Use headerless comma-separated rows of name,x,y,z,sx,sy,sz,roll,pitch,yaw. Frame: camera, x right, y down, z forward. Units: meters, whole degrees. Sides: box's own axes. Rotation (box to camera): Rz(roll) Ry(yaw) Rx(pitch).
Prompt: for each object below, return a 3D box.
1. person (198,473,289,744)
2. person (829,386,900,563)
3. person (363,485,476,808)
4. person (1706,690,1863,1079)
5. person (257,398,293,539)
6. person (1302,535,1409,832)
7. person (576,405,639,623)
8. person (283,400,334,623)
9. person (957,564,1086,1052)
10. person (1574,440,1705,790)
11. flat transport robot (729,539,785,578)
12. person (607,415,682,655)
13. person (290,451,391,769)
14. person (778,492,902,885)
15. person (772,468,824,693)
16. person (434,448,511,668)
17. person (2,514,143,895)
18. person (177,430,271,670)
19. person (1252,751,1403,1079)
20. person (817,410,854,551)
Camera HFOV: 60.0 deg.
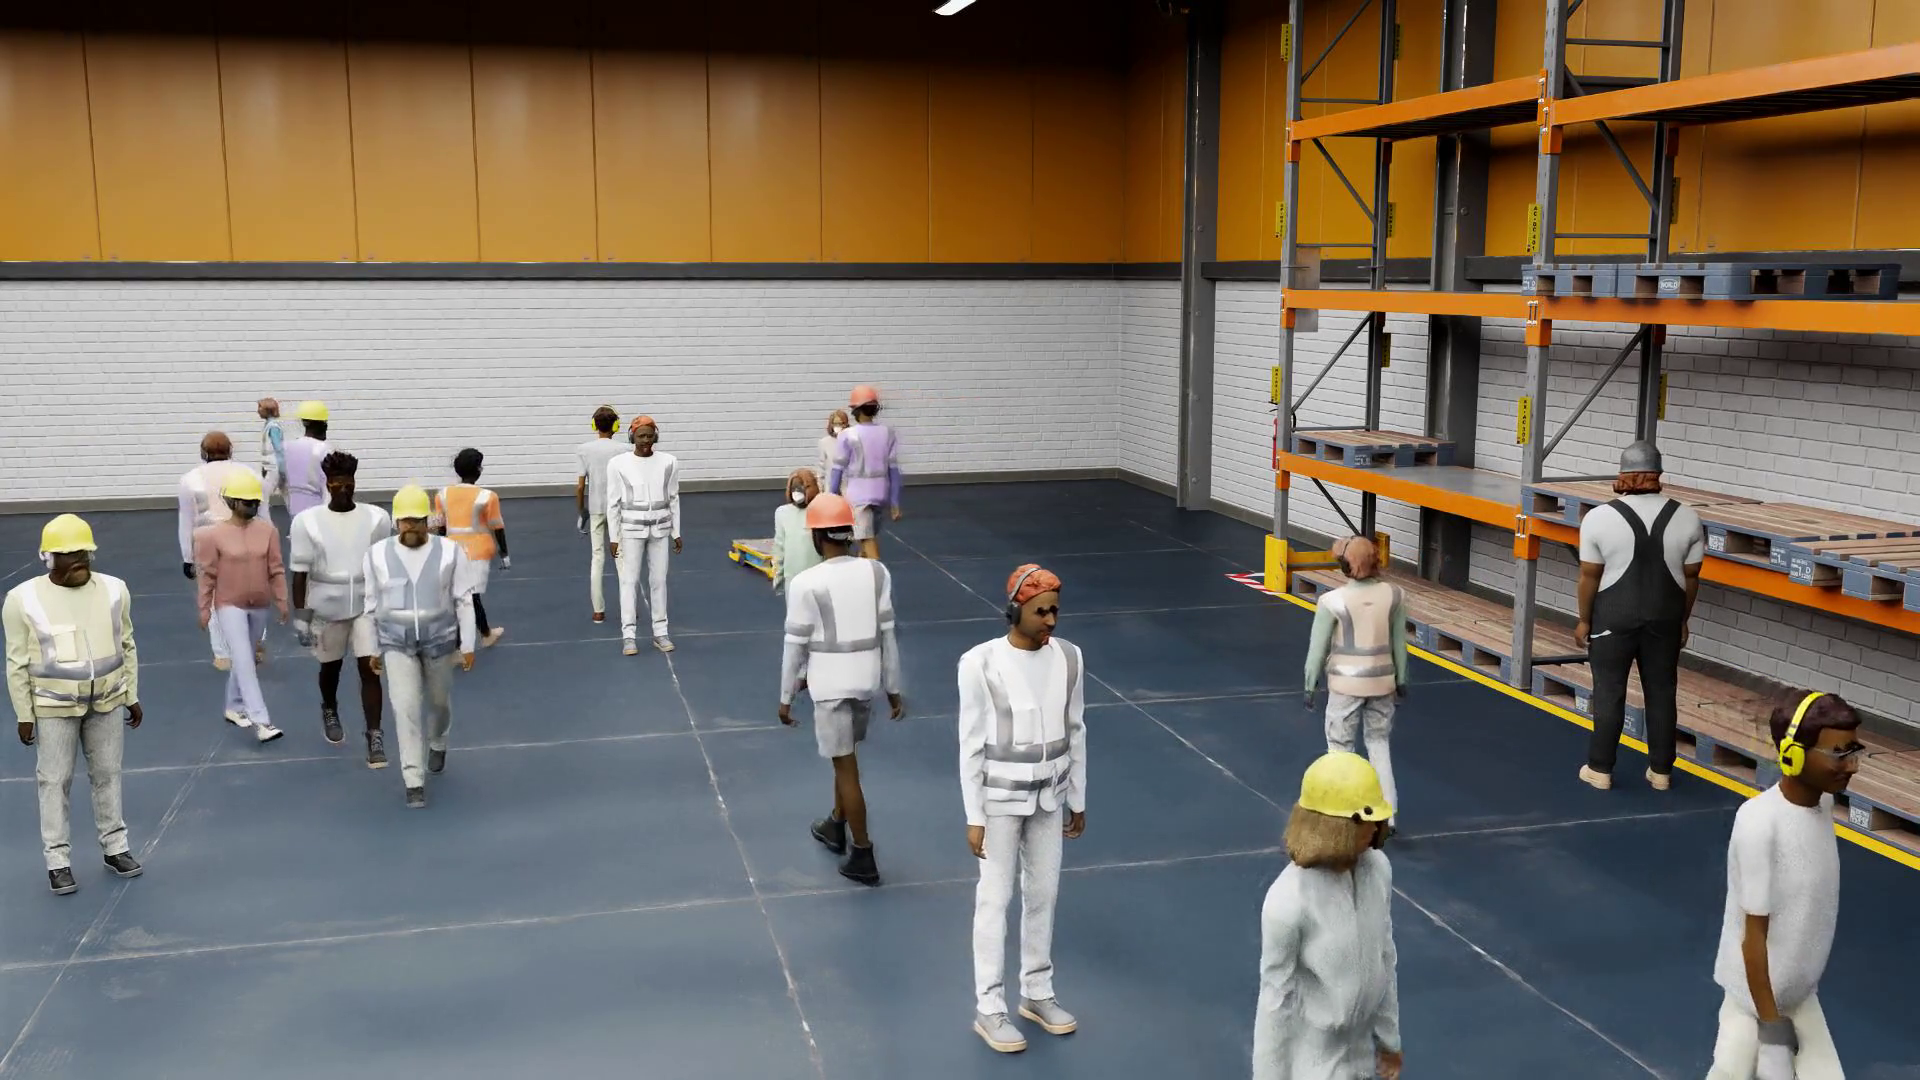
person,-4.574,0.425,10.686,0.940,1.707,0.528,7,12,38
person,-0.890,-0.378,14.853,0.615,1.980,1.033,-8,12,-40
person,-3.112,0.558,9.604,0.602,1.799,0.902,-3,10,-17
person,2.394,1.330,4.677,0.562,1.820,0.946,-7,11,-36
person,-7.715,-0.778,18.526,0.864,1.590,0.542,-4,10,-24
person,2.078,0.781,8.712,0.566,1.630,0.362,-2,9,-14
person,-3.010,-0.219,14.223,0.535,1.868,0.309,-1,9,-3
person,-5.496,-0.236,14.196,0.596,1.911,0.418,4,10,26
person,0.259,1.022,6.457,0.577,1.880,0.382,-6,11,-31
person,3.893,0.429,9.646,0.675,2.000,0.537,1,9,6
flat transport robot,-1.800,0.162,16.814,0.652,0.197,1.431,-5,10,-26
person,-2.475,-0.043,13.077,0.584,1.883,0.339,-4,10,-26
person,-3.818,0.387,10.285,0.613,1.927,0.984,-5,11,-30
person,-0.651,0.712,8.306,0.568,1.897,0.902,-6,11,-35
person,-1.105,0.288,11.851,0.501,1.623,0.368,5,10,27
person,-3.729,0.114,12.810,0.543,1.641,0.885,3,10,17
person,-4.286,0.782,8.090,0.404,1.831,0.593,8,12,41
person,-5.455,0.097,12.409,0.646,1.820,0.621,-6,11,-35
person,0.966,1.392,4.623,0.489,1.721,0.731,-9,13,-44
person,-1.204,-0.550,17.080,0.515,1.607,0.622,1,9,6
